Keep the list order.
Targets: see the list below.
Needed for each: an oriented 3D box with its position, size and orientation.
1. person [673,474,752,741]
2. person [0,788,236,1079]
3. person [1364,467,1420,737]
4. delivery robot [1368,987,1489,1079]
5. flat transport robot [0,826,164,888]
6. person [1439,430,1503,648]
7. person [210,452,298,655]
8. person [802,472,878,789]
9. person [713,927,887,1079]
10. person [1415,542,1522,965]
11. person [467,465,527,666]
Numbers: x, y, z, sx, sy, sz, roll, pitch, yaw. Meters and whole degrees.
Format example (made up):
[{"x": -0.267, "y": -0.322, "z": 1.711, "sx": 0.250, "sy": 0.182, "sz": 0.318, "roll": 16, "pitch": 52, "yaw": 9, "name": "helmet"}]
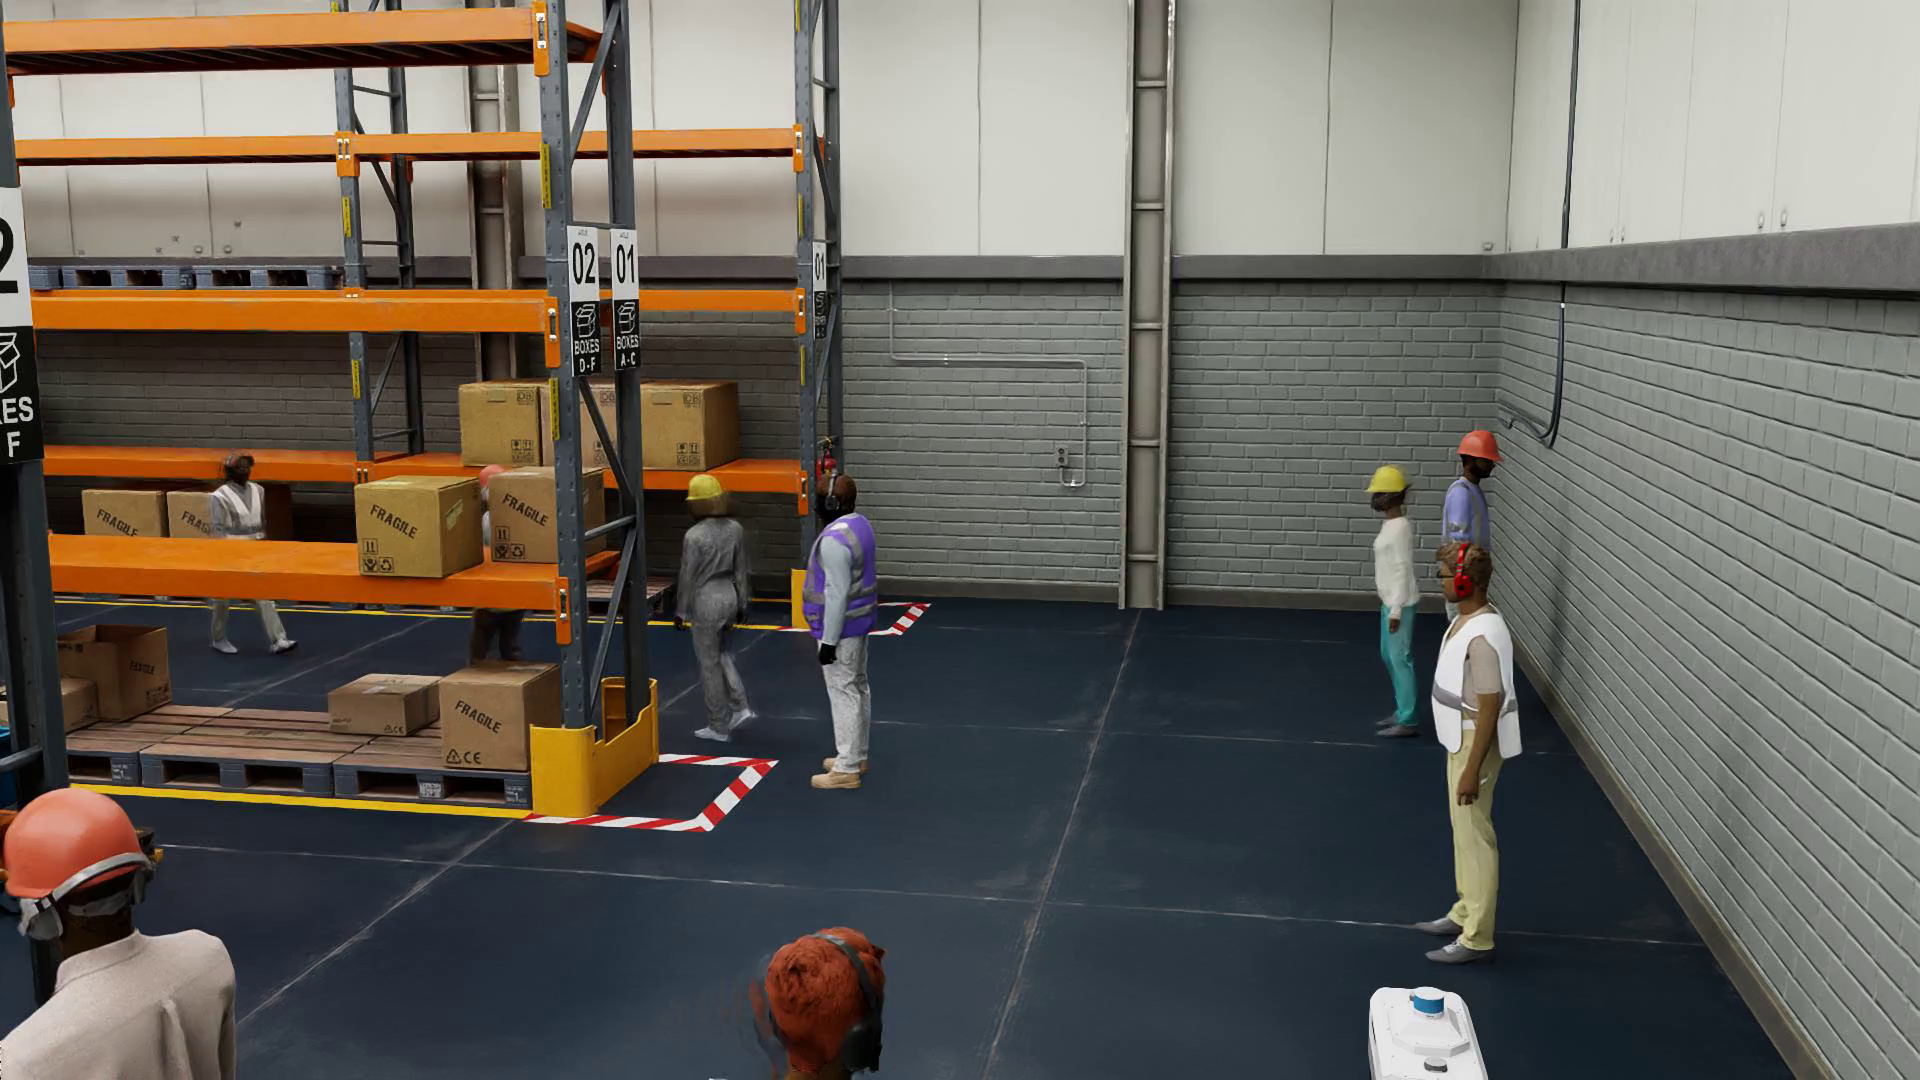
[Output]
[{"x": -1.591, "y": 0.433, "z": 10.604, "sx": 0.361, "sy": 1.719, "sz": 0.485, "roll": 6, "pitch": 11, "yaw": 34, "name": "person"}, {"x": -1.680, "y": 1.467, "z": 3.347, "sx": 0.399, "sy": 1.987, "sz": 0.612, "roll": 2, "pitch": 9, "yaw": 11, "name": "person"}, {"x": 2.780, "y": 0.408, "z": 10.702, "sx": 0.438, "sy": 1.748, "sz": 0.537, "roll": 1, "pitch": 9, "yaw": 9, "name": "person"}, {"x": 1.583, "y": 1.763, "z": 5.651, "sx": 0.477, "sy": 0.478, "sz": 0.707, "roll": 2, "pitch": 9, "yaw": 10, "name": "delivery robot"}, {"x": -4.711, "y": 1.570, "z": 8.017, "sx": 1.431, "sy": 0.197, "sz": 0.652, "roll": 0, "pitch": 9, "yaw": -1, "name": "flat transport robot"}, {"x": 3.444, "y": 0.219, "z": 11.254, "sx": 0.374, "sy": 1.933, "sz": 0.550, "roll": 4, "pitch": 10, "yaw": 23, "name": "person"}, {"x": -5.541, "y": 0.119, "z": 12.874, "sx": 0.838, "sy": 1.597, "sz": 0.543, "roll": 5, "pitch": 10, "yaw": 28, "name": "person"}, {"x": -0.702, "y": 0.521, "z": 9.672, "sx": 0.430, "sy": 1.844, "sz": 0.624, "roll": 2, "pitch": 9, "yaw": 11, "name": "person"}, {"x": -0.234, "y": 1.584, "z": 3.092, "sx": 0.579, "sy": 1.831, "sz": 0.978, "roll": 5, "pitch": 10, "yaw": 26, "name": "person"}, {"x": 2.217, "y": 0.922, "z": 7.190, "sx": 0.389, "sy": 1.838, "sz": 0.564, "roll": 2, "pitch": 9, "yaw": 11, "name": "person"}, {"x": -3.061, "y": 0.373, "z": 10.943, "sx": 0.388, "sy": 1.725, "sz": 0.603, "roll": 5, "pitch": 10, "yaw": 26, "name": "person"}]
